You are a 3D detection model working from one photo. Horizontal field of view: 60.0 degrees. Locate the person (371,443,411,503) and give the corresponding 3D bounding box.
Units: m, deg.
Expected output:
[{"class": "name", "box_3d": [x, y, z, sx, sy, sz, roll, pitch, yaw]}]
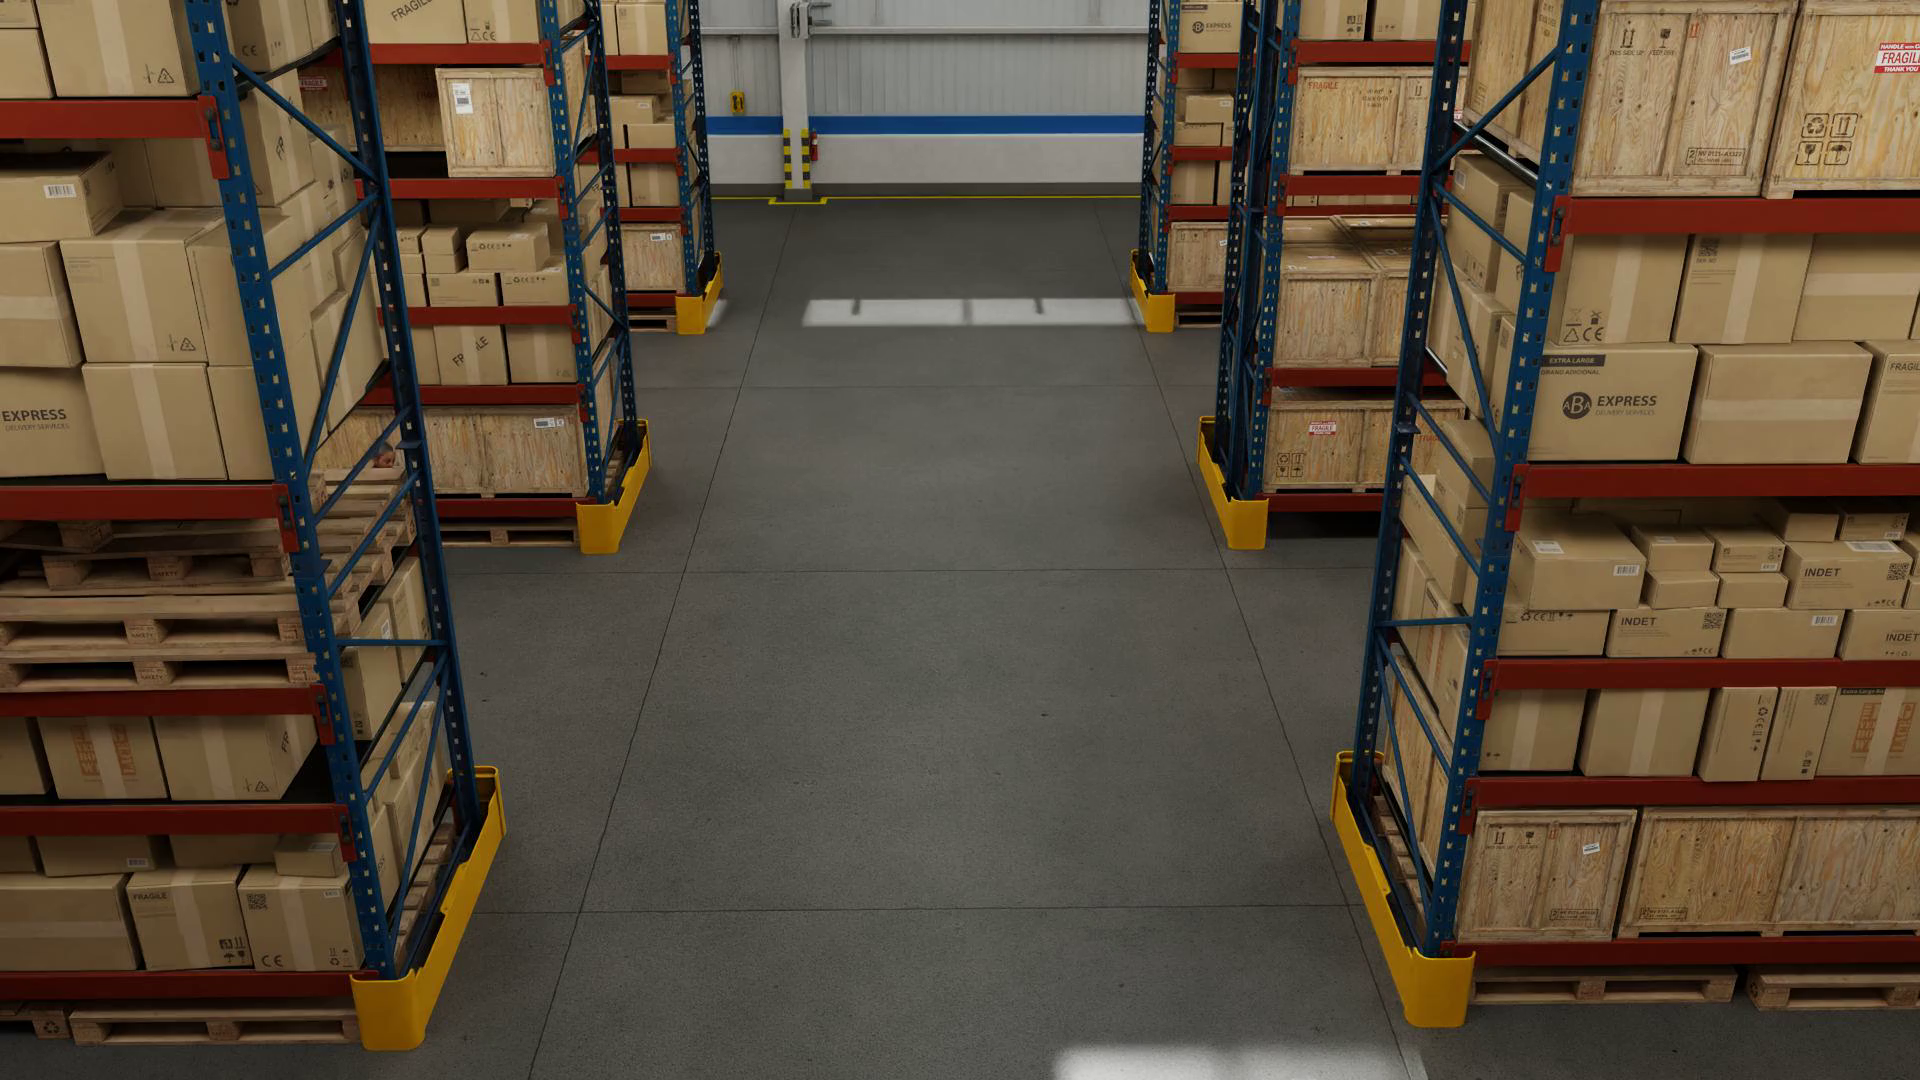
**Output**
[{"class": "person", "box_3d": [-4.818, -0.008, 14.018, 0.501, 1.662, 0.473, -17, 30, -33]}]
